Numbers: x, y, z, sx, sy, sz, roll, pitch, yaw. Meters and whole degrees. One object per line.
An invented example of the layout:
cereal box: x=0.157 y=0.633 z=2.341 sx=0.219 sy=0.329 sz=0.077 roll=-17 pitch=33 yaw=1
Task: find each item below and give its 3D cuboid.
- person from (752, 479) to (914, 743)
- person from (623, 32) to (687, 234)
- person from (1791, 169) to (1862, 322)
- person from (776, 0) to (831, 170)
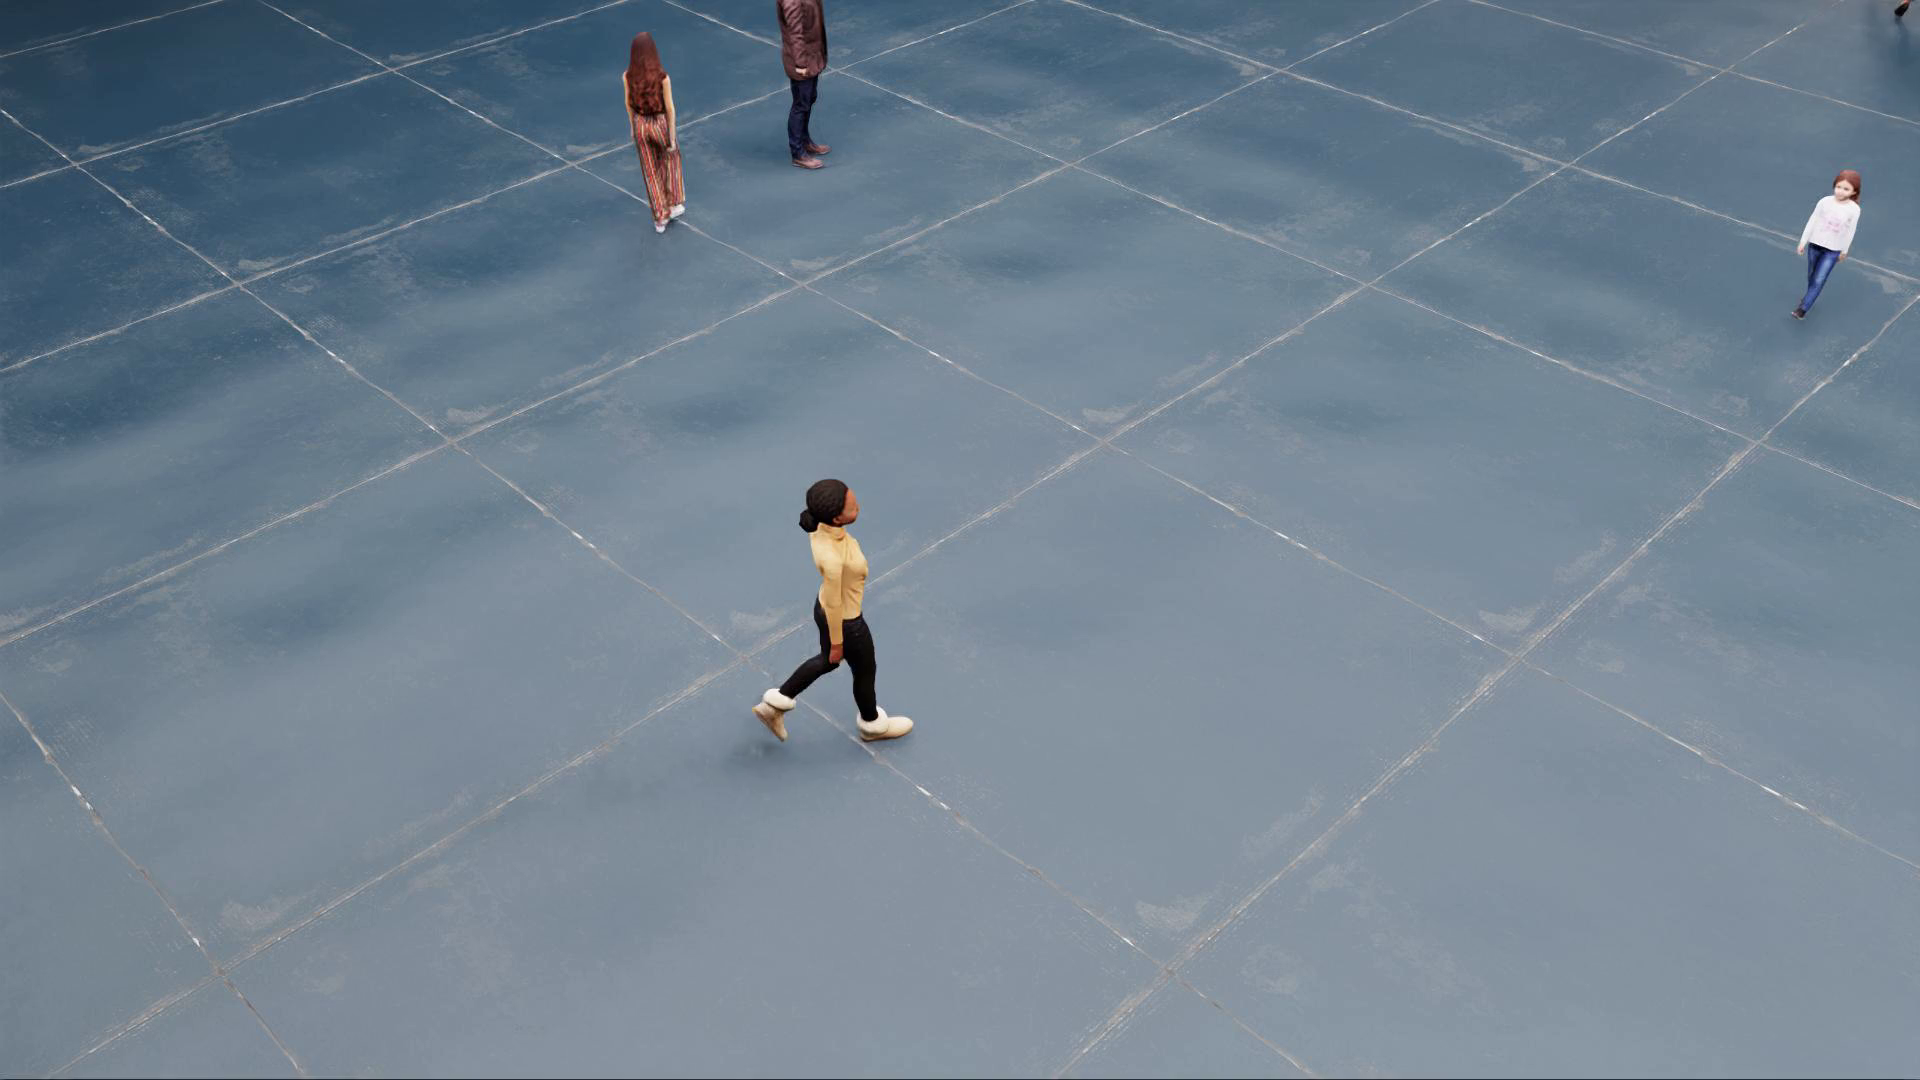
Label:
person: x=-0.668 y=0.386 z=8.103 sx=1.117 sy=1.641 sz=0.900 roll=-10 pitch=38 yaw=-12
person: x=-2.376 y=-3.101 z=12.765 sx=0.703 sy=1.550 sz=0.764 roll=2 pitch=37 yaw=2
person: x=6.202 y=-2.131 z=11.876 sx=0.448 sy=1.080 sz=0.767 roll=30 pitch=47 yaw=34
person: x=-1.297 y=-4.013 z=13.721 sx=0.932 sy=1.844 sz=0.836 roll=5 pitch=38 yaw=7
